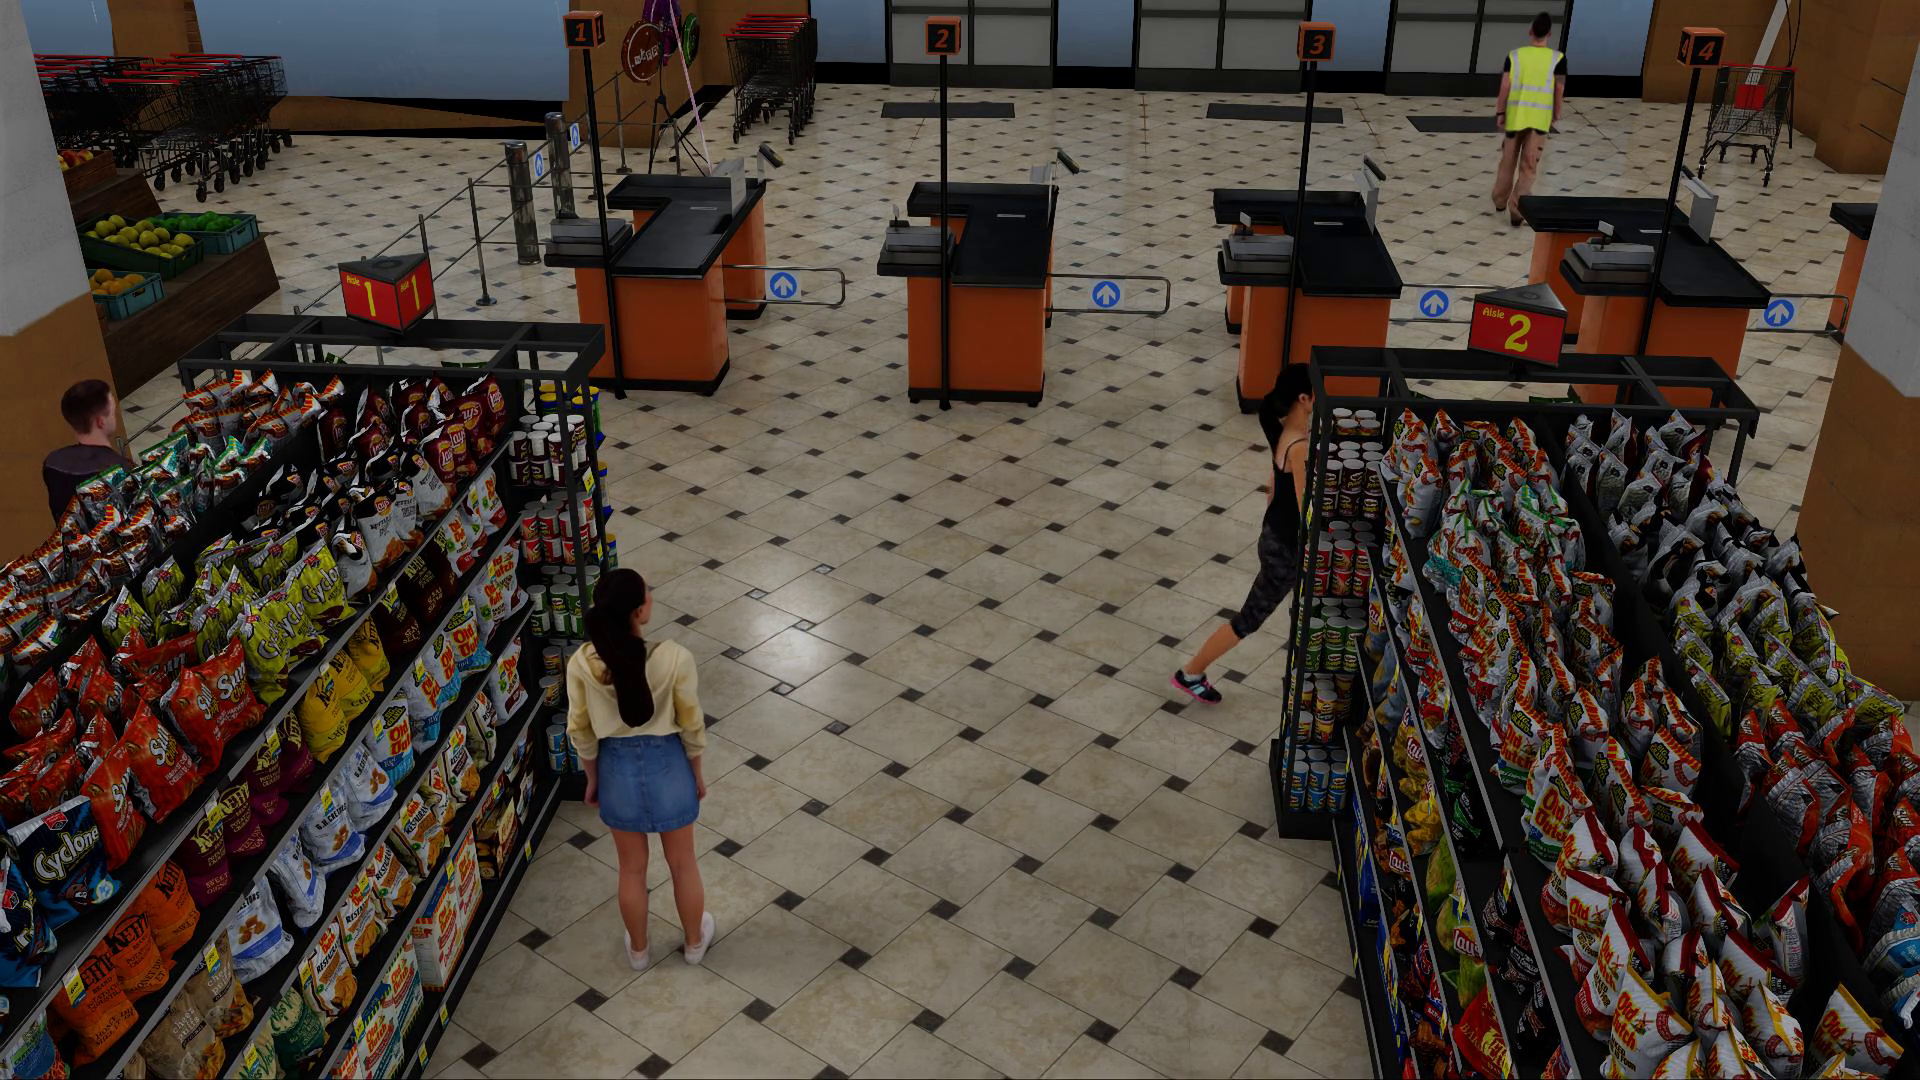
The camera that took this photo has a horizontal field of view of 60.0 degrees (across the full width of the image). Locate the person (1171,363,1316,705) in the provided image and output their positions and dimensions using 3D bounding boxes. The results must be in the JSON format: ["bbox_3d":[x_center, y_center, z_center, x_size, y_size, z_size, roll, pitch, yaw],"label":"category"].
[{"bbox_3d":[1.379,0.051,7.509,0.664,1.687,1.068,1,27,2],"label":"person"}]

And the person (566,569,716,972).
[{"bbox_3d":[-1.139,0.851,5.994,0.669,1.630,0.601,-2,27,-5],"label":"person"}]

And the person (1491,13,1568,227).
[{"bbox_3d":[5.033,-3.698,14.760,0.881,1.816,1.071,12,29,22],"label":"person"}]

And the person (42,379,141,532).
[{"bbox_3d":[-3.604,0.238,7.007,0.823,1.809,1.187,6,27,12],"label":"person"}]
